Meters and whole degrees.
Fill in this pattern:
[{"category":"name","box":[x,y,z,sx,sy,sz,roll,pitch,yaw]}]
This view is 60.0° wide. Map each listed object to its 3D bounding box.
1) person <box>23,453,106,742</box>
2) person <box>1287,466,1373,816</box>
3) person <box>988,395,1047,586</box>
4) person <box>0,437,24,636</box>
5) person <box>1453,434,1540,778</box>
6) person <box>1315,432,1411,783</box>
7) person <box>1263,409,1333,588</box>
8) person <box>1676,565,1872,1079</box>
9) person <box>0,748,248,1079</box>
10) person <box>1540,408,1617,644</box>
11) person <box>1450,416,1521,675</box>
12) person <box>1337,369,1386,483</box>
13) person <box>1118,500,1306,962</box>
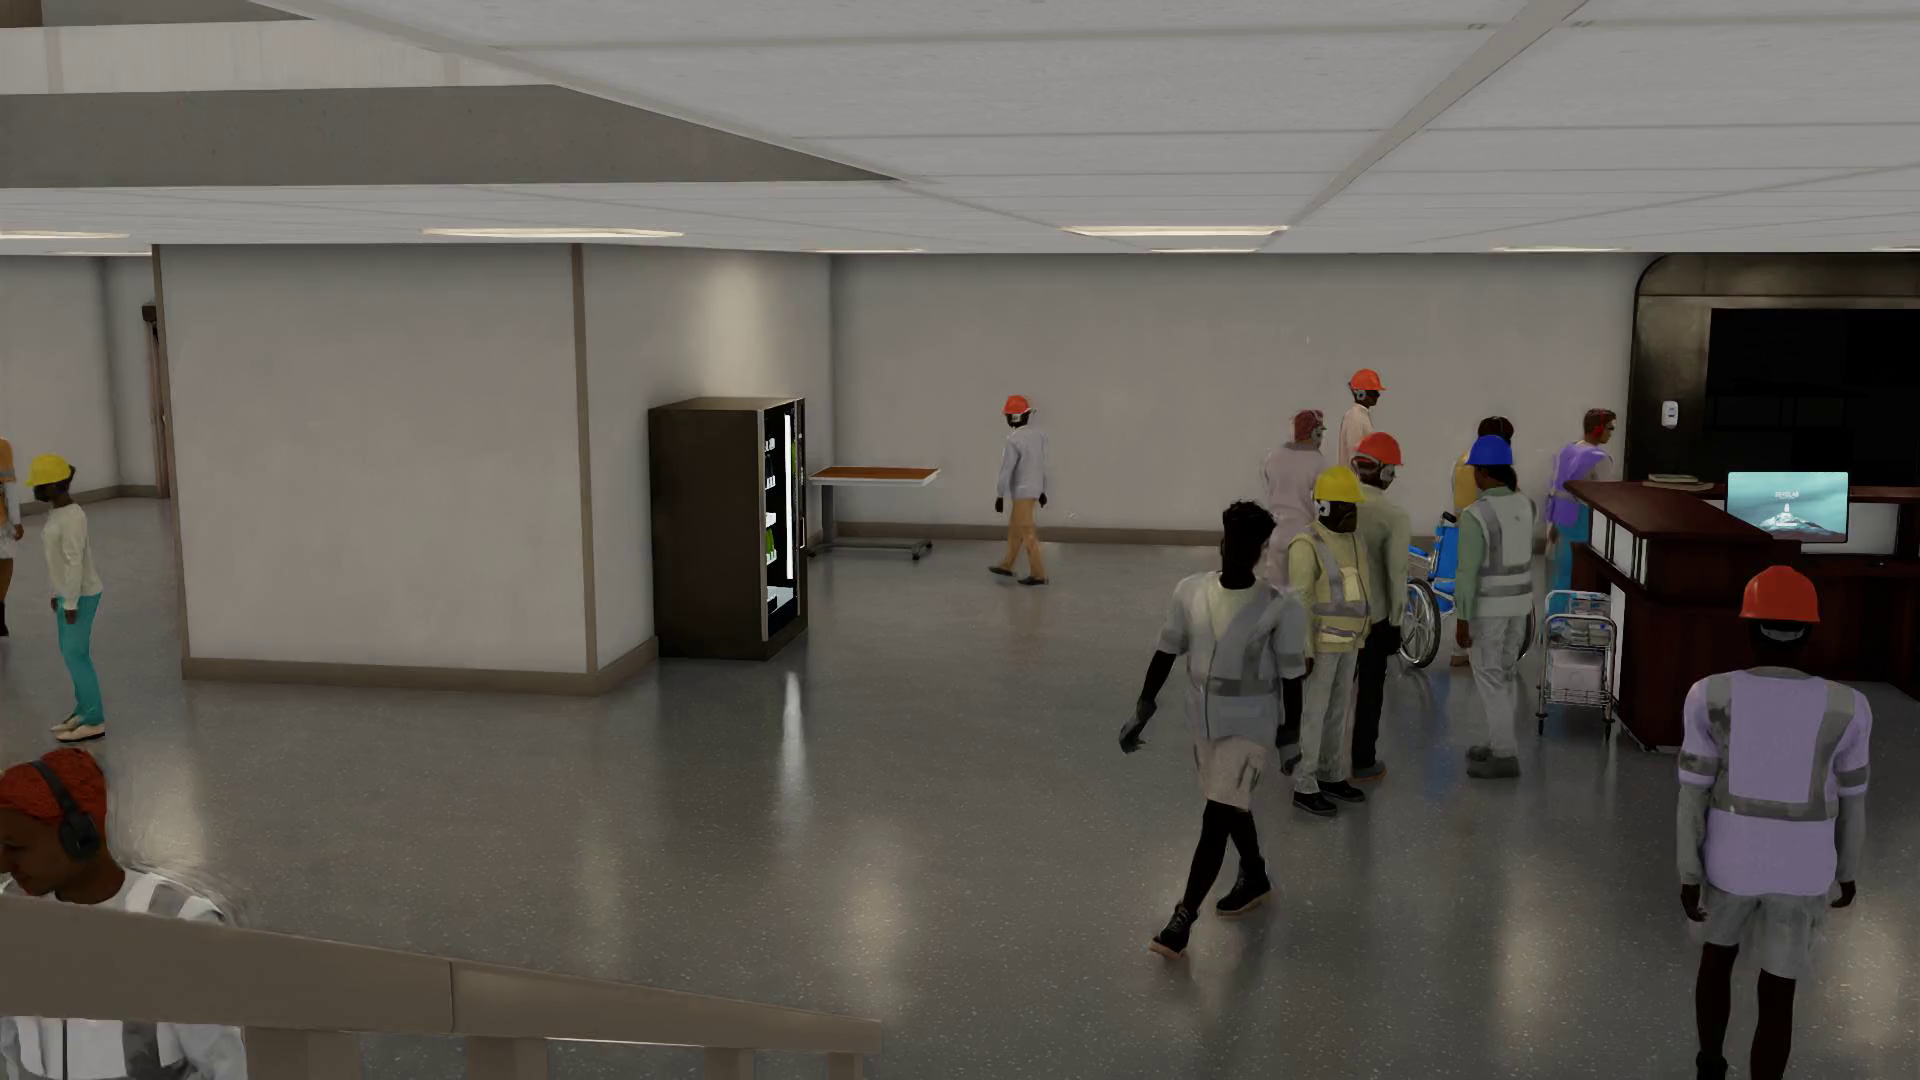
[{"category":"person","box":[-5.434,0.340,10.116,0.375,1.756,0.570,-7,12,-38]},{"category":"person","box":[1.963,0.520,8.779,0.404,1.831,0.600,8,12,41]},{"category":"person","box":[0.483,-0.454,15.136,0.796,1.715,0.576,5,11,30]},{"category":"person","box":[-7.493,-0.170,12.730,0.594,1.928,0.460,-2,9,-14]},{"category":"person","box":[3.007,0.376,9.386,0.635,1.936,0.452,-6,11,-34]},{"category":"person","box":[2.168,0.390,9.172,0.631,1.969,0.656,-8,12,-41]},{"category":"person","box":[2.453,-0.023,12.046,0.985,1.867,0.636,-8,12,-41]},{"category":"person","box":[2.602,1.033,5.366,0.544,1.908,0.608,5,10,28]},{"category":"person","box":[-1.755,1.335,3.662,0.694,1.870,0.496,2,9,11]},{"category":"person","box":[4.822,-0.091,12.634,0.858,1.808,0.579,-1,9,-5]},{"category":"person","box":[3.711,0.041,11.741,0.429,1.835,0.628,-3,10,-17]},{"category":"person","box":[3.499,-0.501,14.570,0.395,1.992,0.622,2,10,14]},{"category":"person","box":[1.085,0.762,7.018,0.699,1.917,0.999,9,13,44]}]
